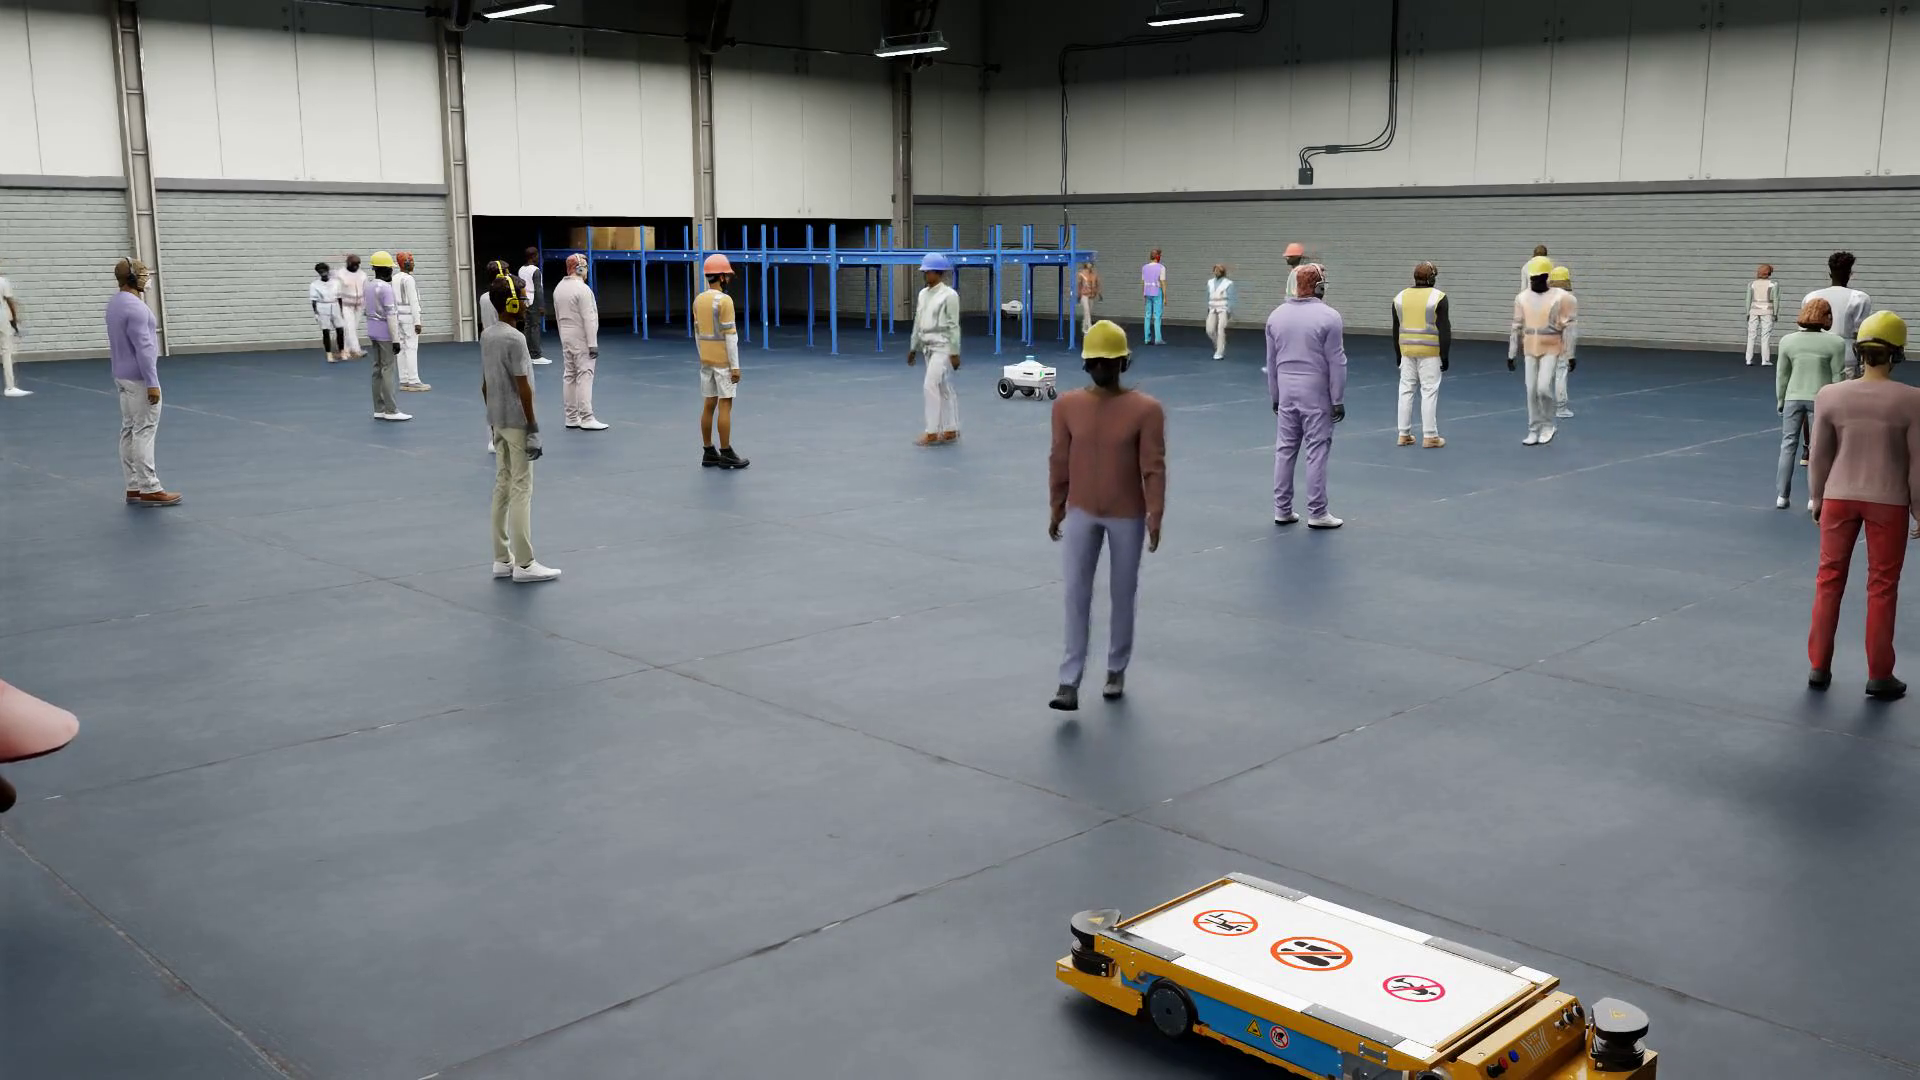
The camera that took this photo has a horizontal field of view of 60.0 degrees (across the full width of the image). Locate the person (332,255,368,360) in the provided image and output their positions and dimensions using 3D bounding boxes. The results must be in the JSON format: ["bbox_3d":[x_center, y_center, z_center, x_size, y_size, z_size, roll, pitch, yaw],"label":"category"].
[{"bbox_3d":[-10.415,-3.985,28.471,0.962,1.776,0.672,9,14,40],"label":"person"}]

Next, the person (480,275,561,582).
[{"bbox_3d":[-2.737,-0.688,10.244,0.328,1.872,0.513,-10,15,-44],"label":"person"}]

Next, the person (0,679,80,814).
[{"bbox_3d":[-0.782,0.929,1.244,0.355,1.938,0.545,-10,15,-44],"label":"person"}]

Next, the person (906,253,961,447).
[{"bbox_3d":[-0.307,-1.902,16.691,0.791,1.922,0.603,-6,12,-31],"label":"person"}]

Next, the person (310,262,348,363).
[{"bbox_3d":[-10.503,-3.772,27.617,0.569,1.659,0.424,-9,14,-40],"label":"person"}]

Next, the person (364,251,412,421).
[{"bbox_3d":[-6.599,-2.339,19.092,0.364,1.927,0.587,-10,15,-44],"label":"person"}]

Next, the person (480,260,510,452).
[{"bbox_3d":[-4.455,-1.778,16.190,0.328,1.872,0.513,-10,15,-44],"label":"person"}]

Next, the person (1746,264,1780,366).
[{"bbox_3d":[13.011,-3.644,26.991,0.307,1.641,0.514,-10,15,-44],"label":"person"}]

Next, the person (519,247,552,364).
[{"bbox_3d":[-7.079,-3.884,27.536,0.391,1.922,0.593,-10,15,-44],"label":"person"}]

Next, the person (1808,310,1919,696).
[{"bbox_3d":[4.196,-0.169,7.692,0.304,1.772,0.525,-10,15,-44],"label":"person"}]

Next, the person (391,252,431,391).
[{"bbox_3d":[-7.552,-2.993,22.774,0.355,1.884,0.575,-10,15,-44],"label":"person"}]

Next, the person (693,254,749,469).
[{"bbox_3d":[-2.197,-1.635,15.216,0.349,1.942,0.545,-10,15,-44],"label":"person"}]

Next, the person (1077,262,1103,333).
[{"bbox_3d":[2.791,-5.209,35.653,0.516,1.595,0.855,-5,12,-27],"label":"person"}]

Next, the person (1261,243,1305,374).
[{"bbox_3d":[5.210,-3.542,25.476,1.023,2.004,0.614,3,11,15],"label":"person"}]

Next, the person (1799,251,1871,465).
[{"bbox_3d":[8.013,-1.655,15.256,0.367,1.967,0.607,-10,15,-44],"label":"person"}]

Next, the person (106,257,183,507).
[{"bbox_3d":[-6.466,-1.246,13.102,0.372,1.940,0.631,-10,15,-44],"label":"person"}]

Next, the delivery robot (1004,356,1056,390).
[{"bbox_3d":[0.916,-2.162,21.730,0.477,0.478,0.707,-10,14,-44],"label":"delivery robot"}]

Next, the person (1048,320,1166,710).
[{"bbox_3d":[0.626,-0.093,7.357,0.551,1.725,0.852,3,11,15],"label":"person"}]

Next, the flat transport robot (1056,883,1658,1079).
[{"bbox_3d":[1.002,1.205,4.401,0.652,0.197,1.431,-10,14,-44],"label":"flat transport robot"}]

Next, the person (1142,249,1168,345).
[{"bbox_3d":[3.756,-4.696,32.157,0.383,1.849,0.566,-10,15,-44],"label":"person"}]

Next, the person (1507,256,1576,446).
[{"bbox_3d":[5.844,-1.891,16.720,0.504,1.899,0.664,-10,14,-43],"label":"person"}]

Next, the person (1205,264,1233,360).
[{"bbox_3d":[4.416,-3.897,28.382,0.533,1.623,0.367,10,14,44],"label":"person"}]

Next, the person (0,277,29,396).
[{"bbox_3d":[-12.724,-2.811,21.954,0.656,1.832,0.334,-6,12,-28],"label":"person"}]

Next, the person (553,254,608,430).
[{"bbox_3d":[-4.150,-2.164,18.197,0.410,1.909,0.643,-10,15,-44],"label":"person"}]

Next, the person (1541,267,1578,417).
[{"bbox_3d":[6.995,-2.321,19.493,0.289,1.746,0.487,-10,15,-44],"label":"person"}]

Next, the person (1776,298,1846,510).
[{"bbox_3d":[6.574,-1.053,12.881,0.284,1.633,0.500,-10,15,-44],"label":"person"}]

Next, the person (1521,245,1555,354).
[{"bbox_3d":[10.332,-4.294,29.722,0.372,1.940,0.631,-10,15,-44],"label":"person"}]

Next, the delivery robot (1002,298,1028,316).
[{"bbox_3d":[1.381,-5.810,41.623,0.477,0.478,0.707,-10,14,-44],"label":"delivery robot"}]

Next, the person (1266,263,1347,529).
[{"bbox_3d":[2.533,-1.045,12.094,0.410,1.909,0.643,-10,15,-44],"label":"person"}]

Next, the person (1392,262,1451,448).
[{"bbox_3d":[4.655,-1.866,16.746,0.429,1.844,0.627,-10,15,-44],"label":"person"}]
